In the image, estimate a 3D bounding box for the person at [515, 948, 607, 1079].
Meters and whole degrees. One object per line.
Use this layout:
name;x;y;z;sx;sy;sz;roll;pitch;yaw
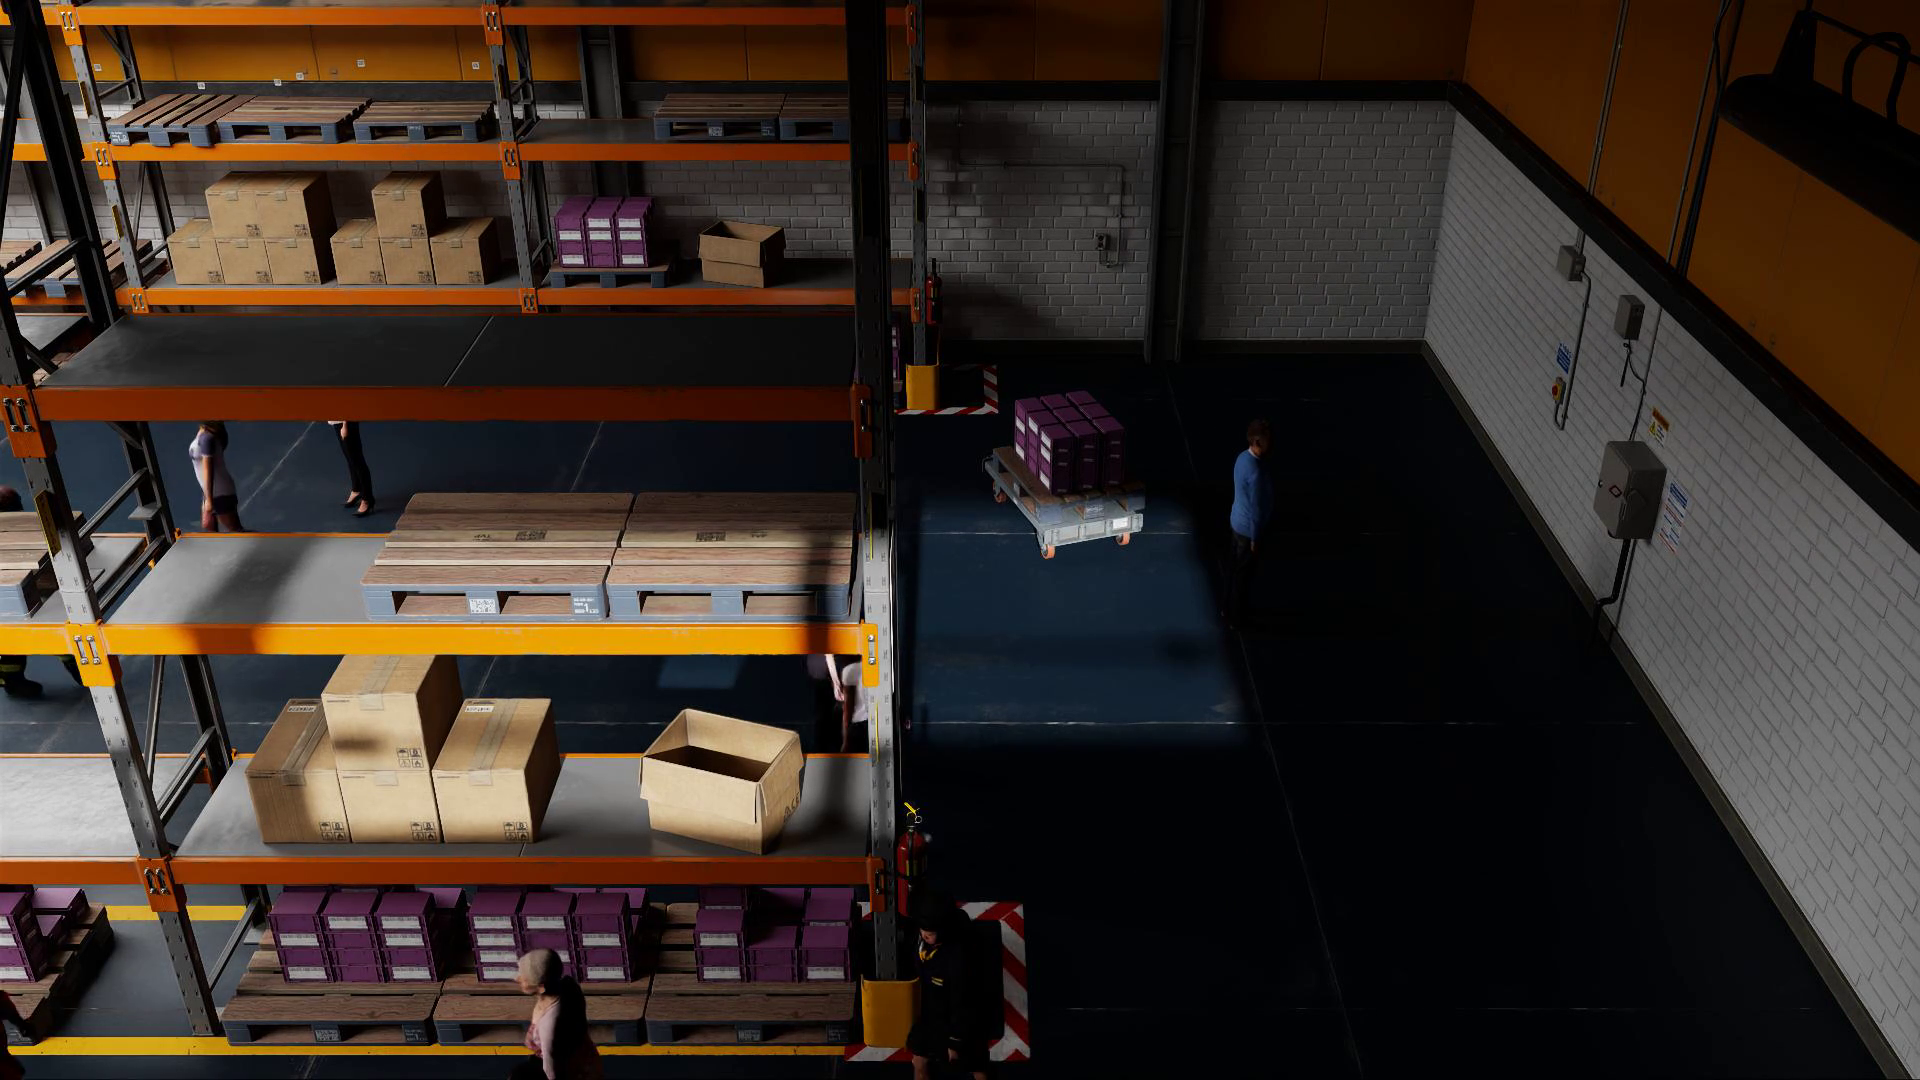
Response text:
person;-1.928;2.691;8.319;0.600;1.685;0.612;-1;29;-3

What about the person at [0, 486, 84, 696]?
person;-7.117;0.384;12.455;1.108;1.774;0.809;2;29;4

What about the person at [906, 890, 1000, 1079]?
person;0.047;2.480;8.764;1.067;1.628;0.963;-14;32;-24

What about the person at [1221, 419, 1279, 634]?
person;2.317;-0.135;13.365;0.549;1.813;0.650;-1;29;-2

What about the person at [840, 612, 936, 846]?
person;-0.731;1.236;10.934;1.189;1.735;0.873;9;30;16
